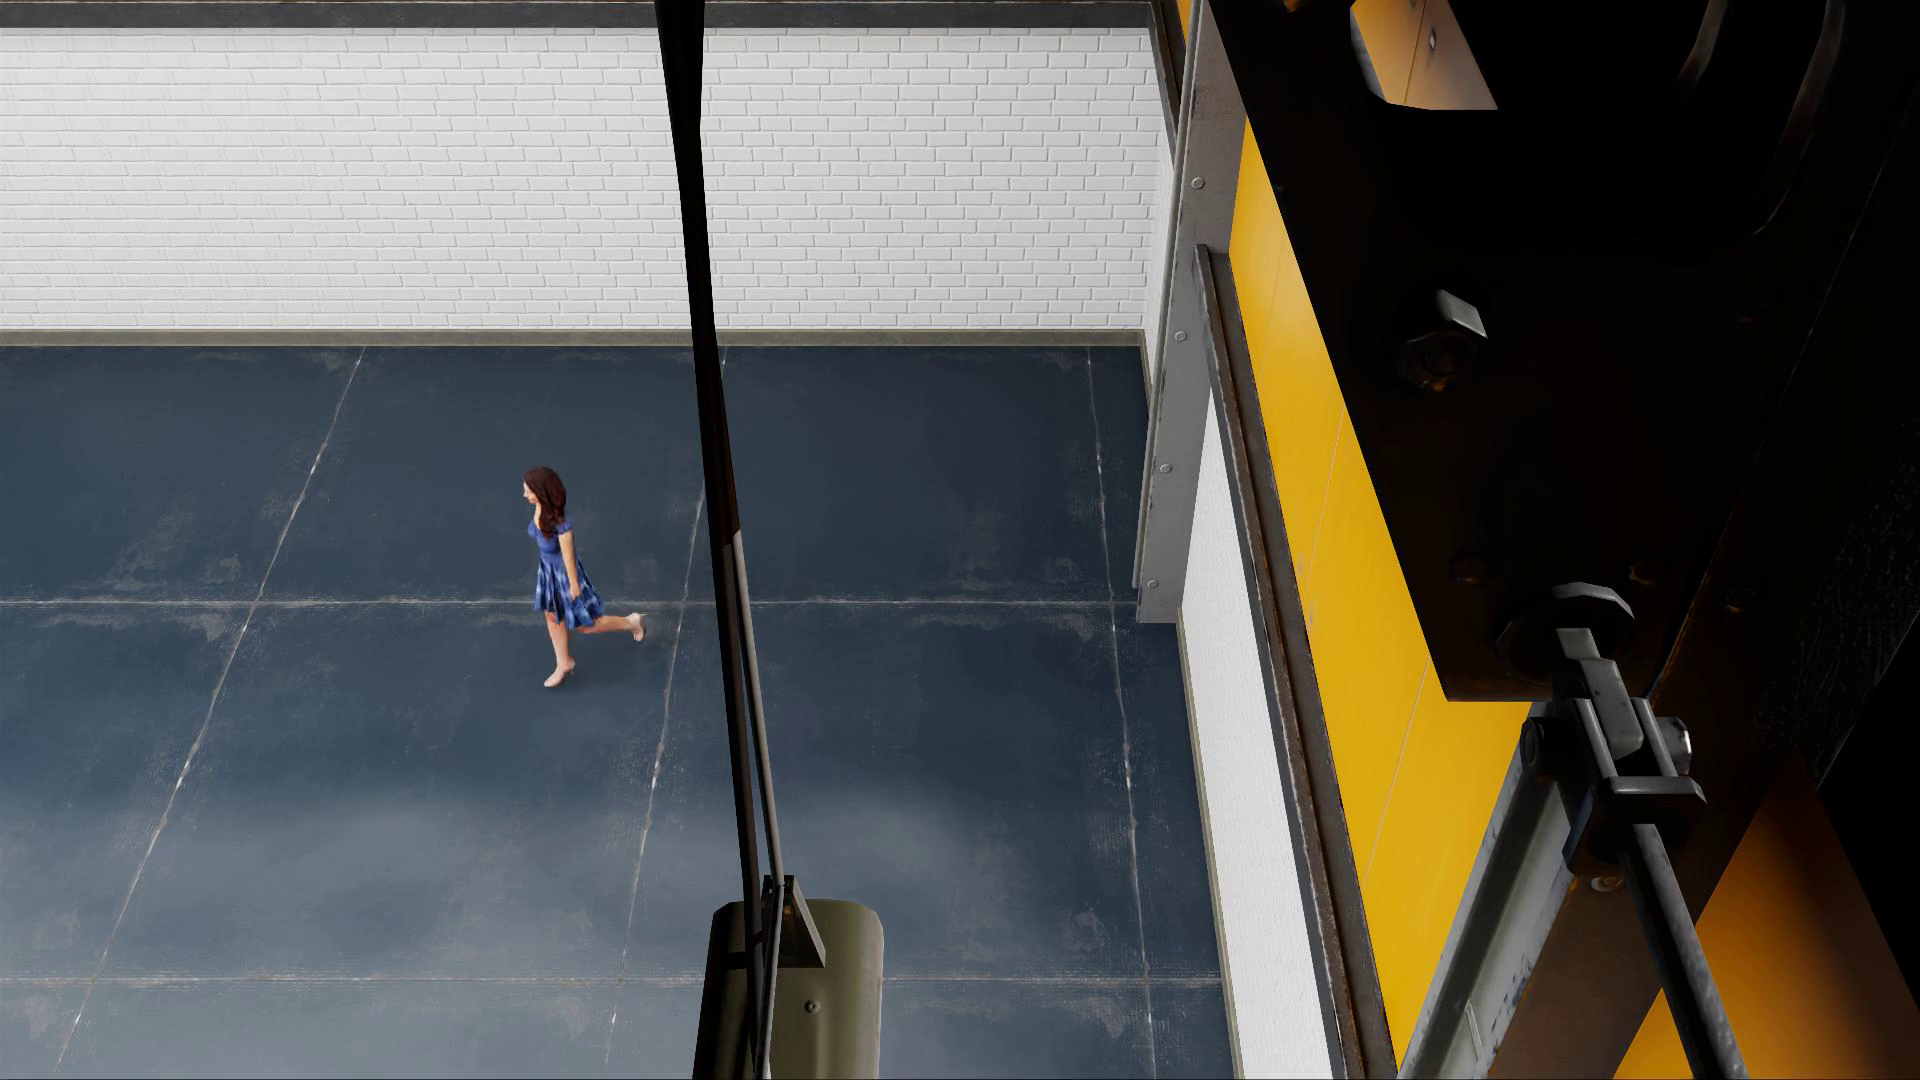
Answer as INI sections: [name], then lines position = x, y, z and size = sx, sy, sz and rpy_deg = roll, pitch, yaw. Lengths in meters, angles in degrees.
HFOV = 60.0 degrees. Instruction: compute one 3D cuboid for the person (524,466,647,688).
[person]
position = -2.447, 0.233, 10.578
size = 1.045, 1.781, 1.043
rpy_deg = -27, 50, -25
